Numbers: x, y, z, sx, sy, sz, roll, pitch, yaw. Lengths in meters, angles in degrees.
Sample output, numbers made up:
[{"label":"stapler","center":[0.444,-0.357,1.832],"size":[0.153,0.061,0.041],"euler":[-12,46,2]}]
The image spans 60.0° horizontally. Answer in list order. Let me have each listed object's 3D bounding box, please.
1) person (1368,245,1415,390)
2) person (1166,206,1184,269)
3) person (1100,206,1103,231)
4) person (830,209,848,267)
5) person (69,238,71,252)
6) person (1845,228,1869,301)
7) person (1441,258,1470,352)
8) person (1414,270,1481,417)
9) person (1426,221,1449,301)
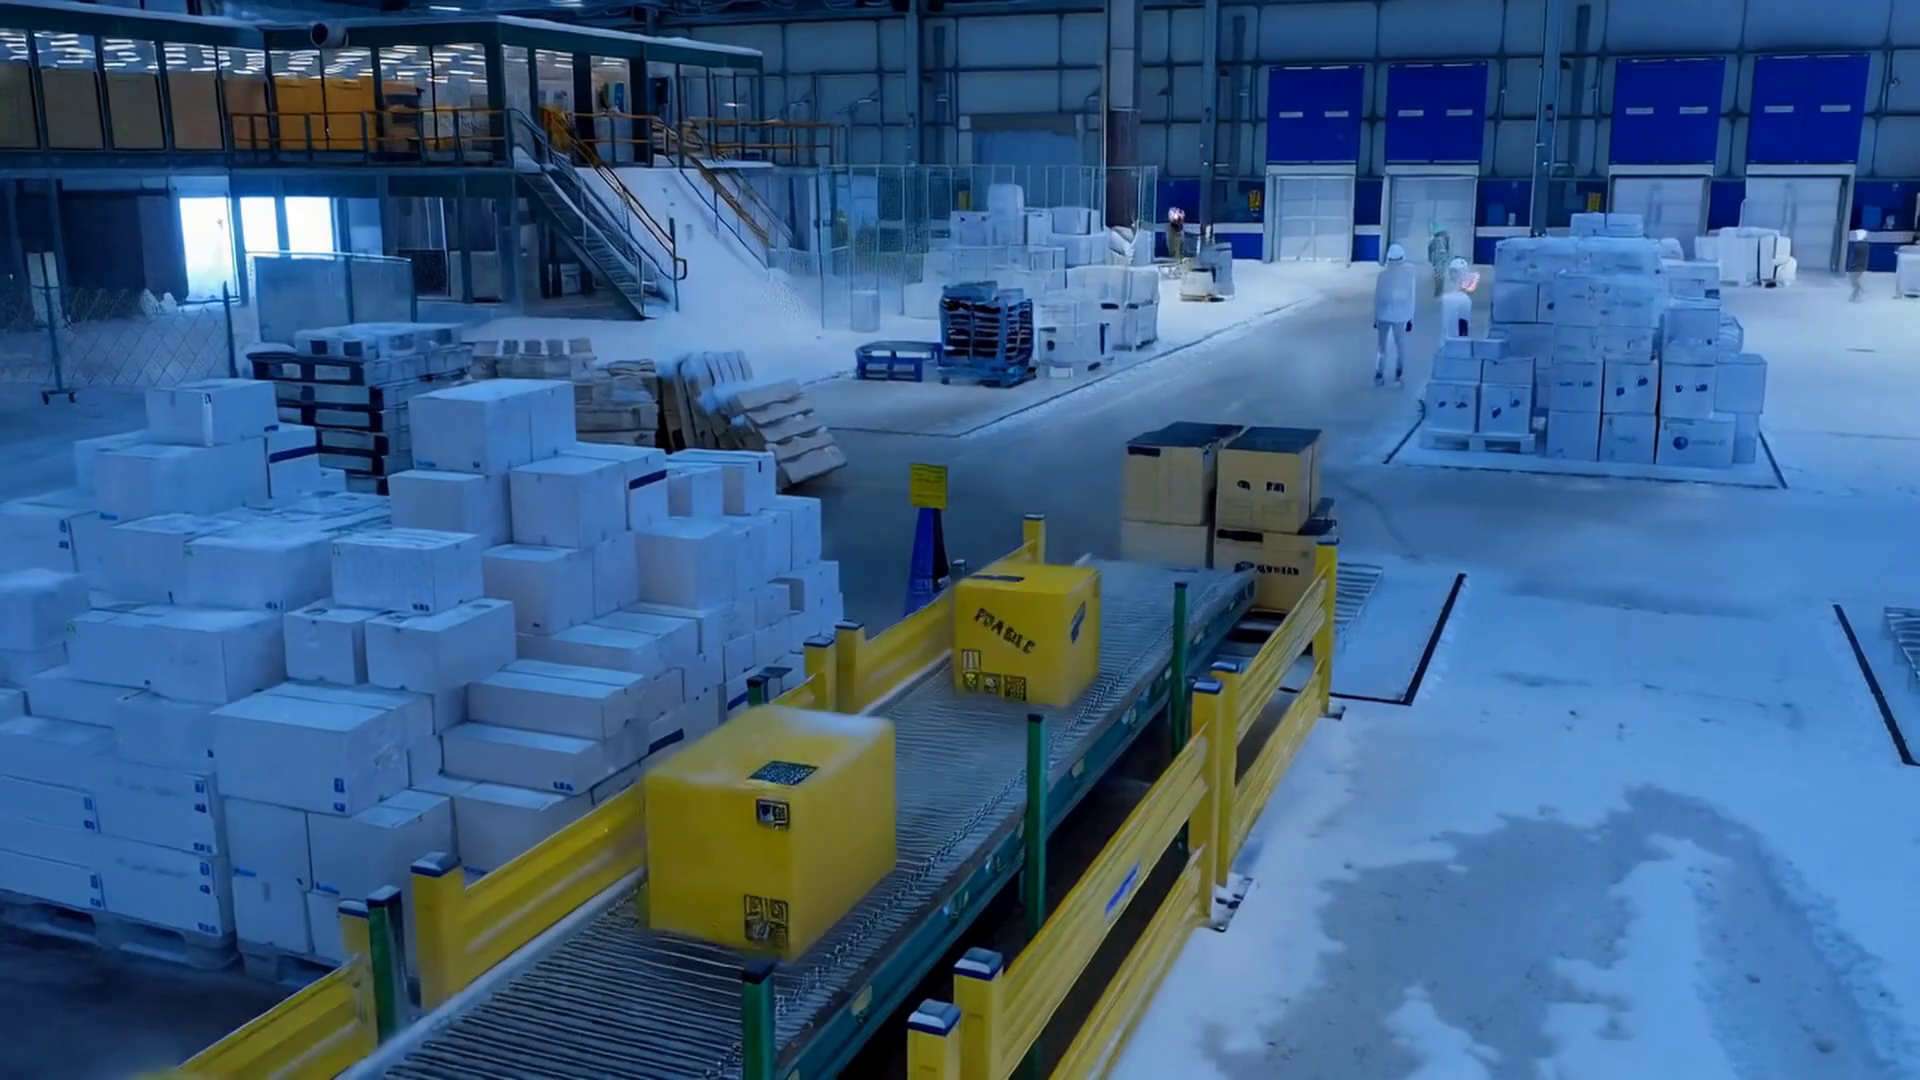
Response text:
[{"label":"person","center":[5.962,-3.070,22.962],"size":[0.387,1.992,0.622],"euler":[-11,17,-41]},{"label":"person","center":[6.584,-9.284,51.058],"size":[0.606,1.889,0.862],"euler":[-1,13,-6]},{"label":"person","center":[4.621,-9.691,52.778],"size":[0.418,1.934,0.639],"euler":[7,14,29]},{"label":"person","center":[-3.779,-9.420,51.918],"size":[0.620,1.795,0.978],"euler":[-6,14,-24]},{"label":"person","center":[-21.747,-6.861,40.276],"size":[0.641,1.852,1.043],"euler":[-2,13,-10]},{"label":"person","center":[20.696,-6.335,38.308],"size":[0.544,1.680,0.409],"euler":[-7,14,-28]},{"label":"person","center":[7.164,-3.209,24.131],"size":[0.356,1.757,0.521],"euler":[4,13,18]},{"label":"person","center":[6.024,-2.405,20.383],"size":[0.927,1.815,0.561],"euler":[-4,13,-19]},{"label":"person","center":[11.036,-6.445,38.462],"size":[0.429,1.838,0.621],"euler":[7,14,29]}]
